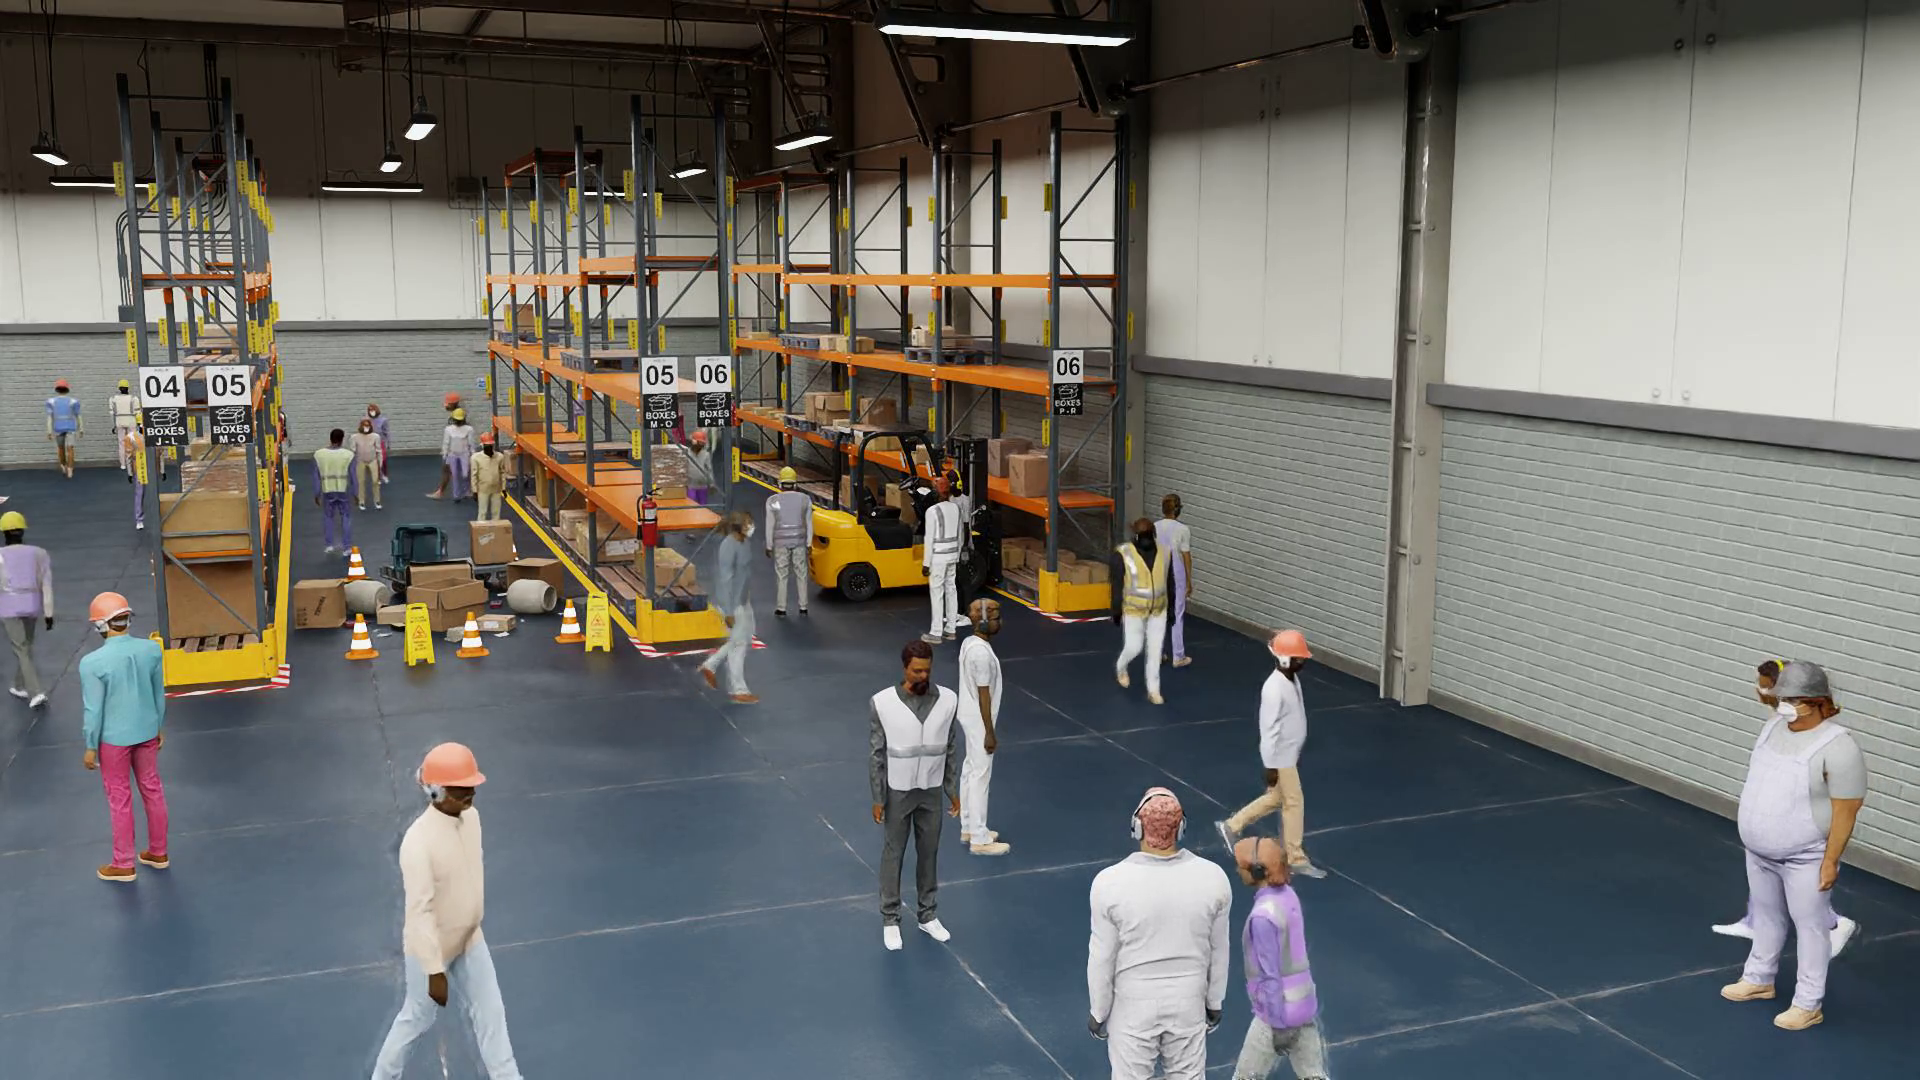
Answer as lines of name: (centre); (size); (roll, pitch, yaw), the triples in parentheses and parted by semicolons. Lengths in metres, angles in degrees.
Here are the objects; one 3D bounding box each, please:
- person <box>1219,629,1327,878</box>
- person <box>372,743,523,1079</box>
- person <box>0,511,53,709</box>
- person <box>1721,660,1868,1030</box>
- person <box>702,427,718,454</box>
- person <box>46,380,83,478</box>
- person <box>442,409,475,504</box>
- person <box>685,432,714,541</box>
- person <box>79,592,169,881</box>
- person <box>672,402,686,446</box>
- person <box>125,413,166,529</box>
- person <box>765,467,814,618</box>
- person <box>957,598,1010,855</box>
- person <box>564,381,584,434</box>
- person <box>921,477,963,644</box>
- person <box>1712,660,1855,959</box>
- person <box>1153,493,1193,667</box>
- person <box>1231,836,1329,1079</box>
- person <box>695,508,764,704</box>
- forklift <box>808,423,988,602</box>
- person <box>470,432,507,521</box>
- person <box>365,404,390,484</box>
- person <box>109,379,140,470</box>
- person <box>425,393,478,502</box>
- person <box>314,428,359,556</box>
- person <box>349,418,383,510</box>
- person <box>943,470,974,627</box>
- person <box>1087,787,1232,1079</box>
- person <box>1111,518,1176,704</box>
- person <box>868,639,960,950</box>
person: (2.180, 1.450, 11.510); (0.737, 1.727, 0.569); (4, 10, 23)
person: (-2.458, 1.911, 7.937); (1.024, 1.944, 0.640); (3, 9, 16)
person: (-9.031, 0.663, 15.982); (0.967, 1.891, 0.595); (7, 11, 37)
person: (4.576, 1.660, 9.200); (0.537, 2.000, 0.682); (-3, 9, -17)
person: (-5.760, -2.819, 38.337); (0.587, 1.725, 0.674); (1, 9, 5)
person: (-18.410, -2.294, 34.241); (0.637, 1.986, 1.043); (-4, 10, -21)
person: (-9.072, -1.514, 30.095); (0.562, 1.742, 0.475); (0, 9, -2)
person: (-4.114, -0.846, 26.070); (0.607, 1.692, 0.679); (-6, 11, -34)
person: (-5.726, 1.335, 11.399); (0.383, 1.991, 0.609); (4, 10, 26)
person: (-6.608, -2.866, 38.584); (0.350, 1.758, 0.522); (4, 10, 23)
person: (-13.295, -1.142, 27.189); (0.592, 1.925, 0.385); (-8, 12, -39)
person: (-2.066, 0.030, 20.107); (0.588, 1.835, 0.403); (-3, 9, -17)
person: (0.158, 1.325, 11.919); (0.343, 1.847, 0.506); (-2, 9, -12)
person: (-8.033, -2.386, 34.710); (0.406, 2.036, 0.601); (-4, 10, -21)
person: (-0.202, 0.226, 18.761); (0.365, 1.880, 0.585); (7, 12, 38)
person: (5.040, 1.627, 10.075); (0.735, 1.843, 0.530); (6, 11, 33)
person: (2.228, 0.423, 17.600); (0.507, 1.846, 0.346); (6, 11, 34)
person: (1.404, 2.137, 7.607); (0.808, 1.584, 0.534); (5, 10, 28)
person: (-2.236, 0.635, 16.048); (0.619, 1.925, 0.640); (2, 9, 10)
forklift: (-0.830, -0.399, 21.676); (2.313, 2.155, 1.214); (-4, 10, -21)
person: (-7.200, -0.782, 25.469); (0.573, 1.749, 0.332); (-8, 12, -40)
person: (-11.539, -1.888, 32.872); (0.507, 1.615, 0.471); (-3, 10, -18)
person: (-17.790, -2.460, 35.493); (0.593, 1.922, 0.381); (-3, 9, -16)
person: (-9.333, -1.707, 30.552); (1.006, 1.991, 0.607); (-4, 10, -22)
person: (-9.196, -0.702, 24.539); (0.627, 1.892, 0.410); (-2, 9, -10)
person: (-10.516, -1.341, 29.383); (0.602, 1.625, 0.341); (-3, 10, -20)
person: (-0.019, 0.089, 19.673); (0.328, 1.861, 0.506); (-4, 10, -24)
person: (0.861, 2.023, 7.335); (0.641, 1.908, 0.407); (-2, 9, -11)
person: (1.770, 0.665, 16.179); (0.641, 1.823, 0.578); (-3, 9, -17)
person: (-0.286, 1.548, 10.290); (0.590, 1.918, 0.389); (-4, 10, -24)
